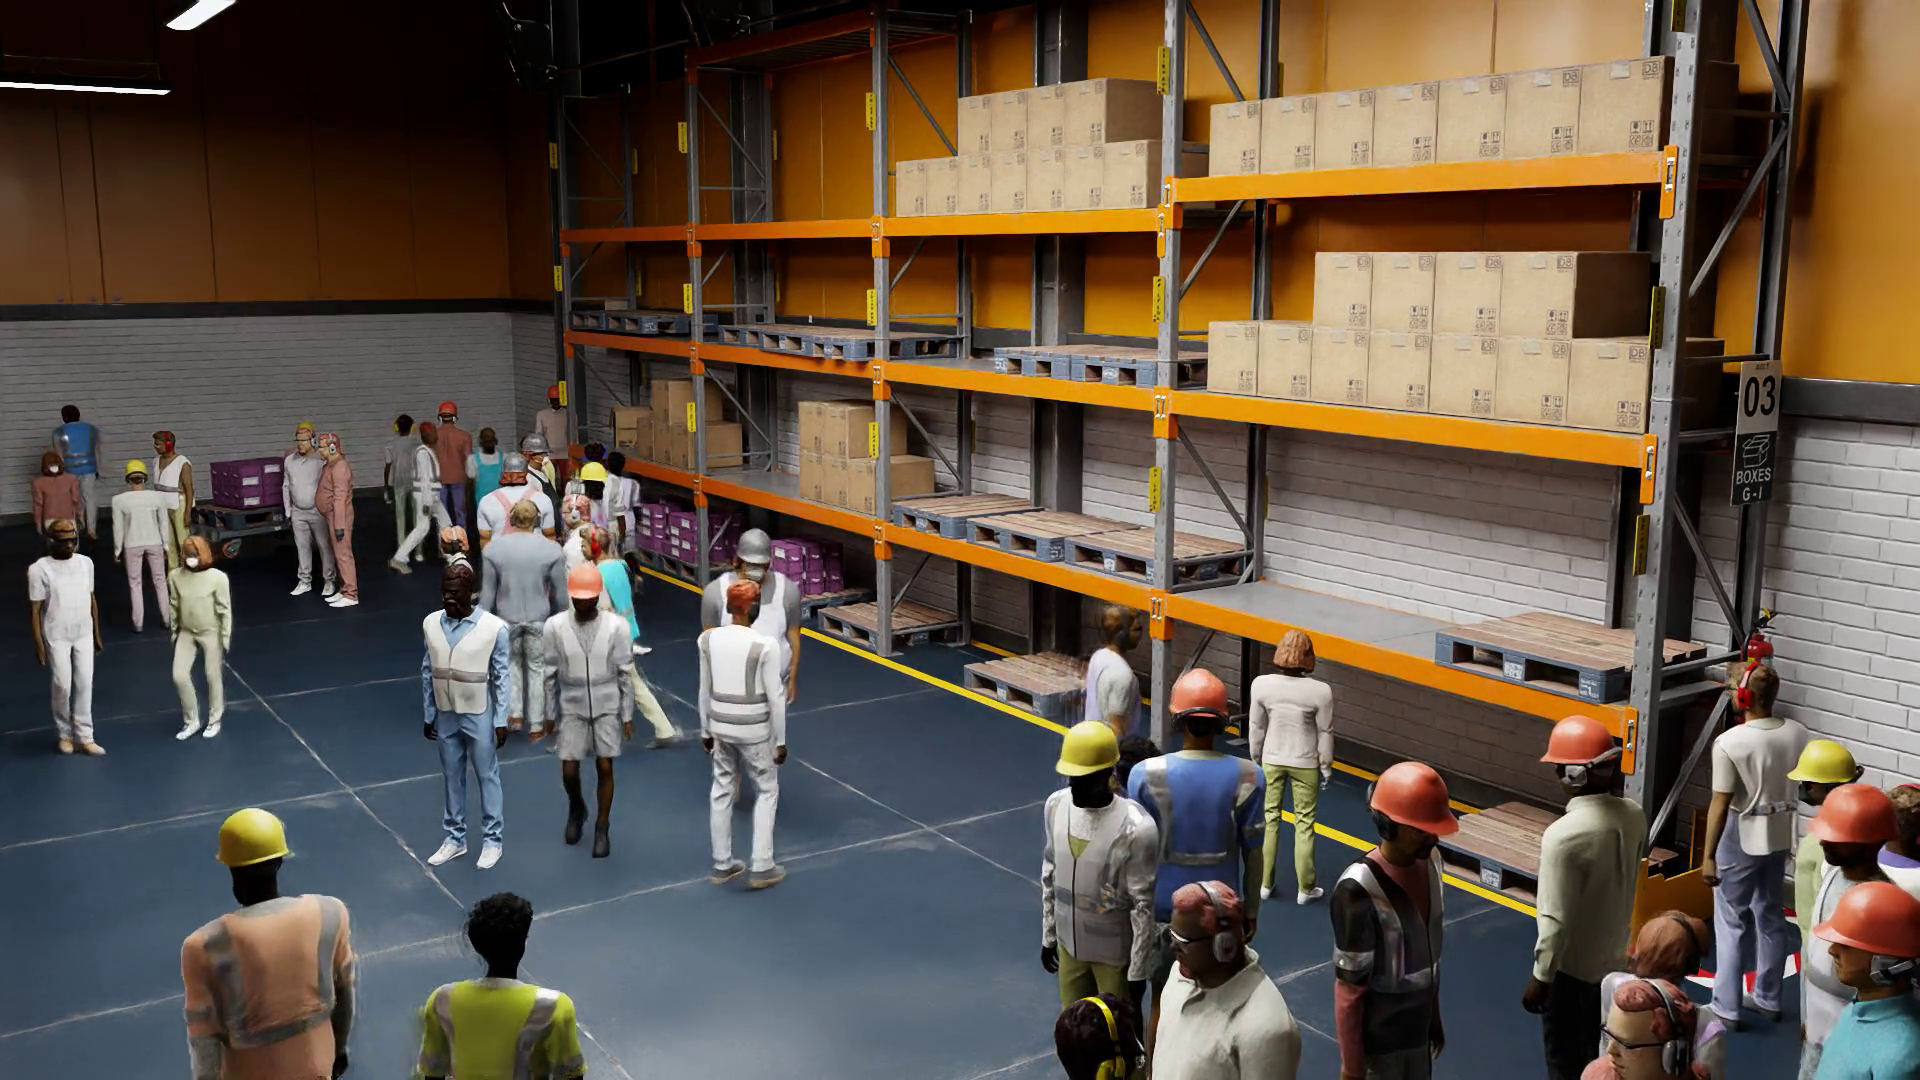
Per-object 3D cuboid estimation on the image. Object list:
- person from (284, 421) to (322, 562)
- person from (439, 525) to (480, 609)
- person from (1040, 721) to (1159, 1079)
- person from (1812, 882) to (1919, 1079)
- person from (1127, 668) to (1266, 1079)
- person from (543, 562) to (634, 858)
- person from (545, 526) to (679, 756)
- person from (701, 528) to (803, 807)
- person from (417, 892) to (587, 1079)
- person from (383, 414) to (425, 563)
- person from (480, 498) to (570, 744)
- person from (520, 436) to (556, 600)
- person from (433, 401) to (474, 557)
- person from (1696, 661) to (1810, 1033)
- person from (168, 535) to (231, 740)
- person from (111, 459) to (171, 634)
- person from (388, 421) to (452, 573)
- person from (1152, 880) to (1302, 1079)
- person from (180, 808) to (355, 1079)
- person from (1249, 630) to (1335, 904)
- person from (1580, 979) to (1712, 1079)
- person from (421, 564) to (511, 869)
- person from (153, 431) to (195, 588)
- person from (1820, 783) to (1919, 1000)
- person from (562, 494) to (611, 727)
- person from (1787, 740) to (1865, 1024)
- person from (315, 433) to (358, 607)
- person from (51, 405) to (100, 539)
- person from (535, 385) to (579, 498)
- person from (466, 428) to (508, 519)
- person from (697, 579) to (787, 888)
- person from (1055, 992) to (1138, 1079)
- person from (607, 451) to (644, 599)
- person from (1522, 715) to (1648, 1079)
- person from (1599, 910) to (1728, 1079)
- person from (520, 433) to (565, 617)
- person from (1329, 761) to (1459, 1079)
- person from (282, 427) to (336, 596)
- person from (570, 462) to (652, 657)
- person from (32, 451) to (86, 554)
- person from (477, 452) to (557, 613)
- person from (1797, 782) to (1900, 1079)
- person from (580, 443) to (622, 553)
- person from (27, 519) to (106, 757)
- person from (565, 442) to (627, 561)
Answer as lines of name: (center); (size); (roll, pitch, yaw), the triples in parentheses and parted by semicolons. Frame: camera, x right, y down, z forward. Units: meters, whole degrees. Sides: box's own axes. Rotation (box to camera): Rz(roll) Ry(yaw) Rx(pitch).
person: (-8.117, -0.597, 20.731); (0.533, 1.767, 0.326); (-1, 10, -7)
person: (-4.072, 0.687, 13.587); (0.314, 1.632, 0.516); (-3, 10, -19)
person: (0.557, 1.678, 6.928); (0.396, 1.920, 0.587); (-9, 13, -44)
person: (2.677, 1.976, 4.954); (0.375, 1.995, 0.611); (3, 10, 19)
person: (1.007, 1.565, 7.263); (0.608, 2.037, 0.408); (-1, 10, -4)
person: (-2.340, 1.070, 10.511); (0.563, 1.917, 0.487); (-2, 10, -10)
person: (-2.639, 0.773, 12.654); (0.997, 1.789, 0.569); (1, 10, 5)
person: (-1.379, 0.894, 11.169); (0.683, 2.000, 0.540); (-2, 10, -12)
person: (-1.532, 2.016, 5.702); (0.556, 1.640, 0.879); (2, 10, 11)
person: (-6.909, -0.635, 20.729); (0.554, 1.855, 0.370); (-4, 11, -23)
person: (-3.406, 0.629, 13.078); (0.671, 1.917, 0.510); (-1, 10, -7)
person: (-4.695, -0.242, 18.465); (0.430, 1.837, 0.629); (1, 10, 5)
person: (-6.461, -0.766, 21.101); (0.607, 1.987, 0.414); (-1, 10, -8)
person: (3.899, 1.509, 8.169); (0.579, 1.836, 0.392); (-4, 10, -21)
person: (-5.992, 0.775, 13.059); (0.533, 1.618, 0.461); (1, 10, 3)
person: (-8.294, 0.061, 16.867); (0.532, 1.766, 0.322); (-7, 12, -37)
person: (-6.457, -0.524, 20.094); (0.903, 1.850, 0.603); (-2, 10, -10)
person: (0.784, 1.982, 5.229); (0.400, 1.895, 0.654); (-3, 10, -19)
person: (-2.469, 1.863, 5.956); (0.615, 1.871, 0.976); (-9, 13, -41)
person: (1.951, 1.331, 9.797); (0.507, 1.633, 0.278); (5, 11, 25)
person: (1.841, 2.099, 4.521); (0.400, 1.900, 0.652); (-3, 10, -19)
person: (-3.080, 1.087, 10.392); (0.587, 1.920, 0.392); (2, 10, 14)
person: (-8.958, -0.336, 18.979); (0.563, 1.839, 0.393); (5, 11, 27)
person: (3.502, 1.820, 6.307); (0.373, 1.843, 0.571); (-6, 11, -30)
person: (-3.061, 0.566, 13.526); (0.398, 1.900, 0.646); (2, 10, 10)
person: (3.694, 1.720, 7.160); (0.339, 1.761, 0.528); (6, 11, 32)
person: (-6.814, -0.220, 18.147); (0.401, 1.899, 0.636); (-4, 11, -23)
person: (-11.958, -0.921, 22.499); (0.628, 1.818, 0.738); (-10, 14, -44)
person: (-5.722, -1.208, 23.644); (0.611, 1.995, 0.380); (-2, 10, -14)
person: (-5.573, -0.446, 19.801); (0.540, 1.798, 0.987); (-6, 11, -31)
person: (-1.317, 1.169, 10.062); (0.597, 1.879, 0.355); (4, 11, 24)
person: (0.351, 2.117, 4.503); (0.315, 1.866, 0.533); (-6, 11, -31)
person: (-3.737, -0.141, 18.298); (0.541, 1.677, 0.635); (-7, 12, -34)
person: (2.492, 1.680, 6.714); (0.608, 1.988, 0.387); (-8, 12, -38)
person: (2.347, 2.044, 5.698); (0.825, 1.600, 0.523); (-5, 11, -29)
person: (-4.289, -0.089, 16.938); (0.535, 2.000, 0.681); (0, 10, -3)
person: (1.585, 1.776, 6.035); (0.403, 2.031, 0.612); (9, 13, 43)
person: (-7.285, -0.313, 18.649); (0.651, 1.906, 0.403); (1, 10, 6)
person: (-3.466, 0.201, 15.745); (0.968, 1.873, 0.589); (3, 10, 18)
person: (-10.300, -0.227, 19.000); (0.506, 1.601, 0.540); (-9, 13, -43)
person: (-4.043, 0.195, 15.274); (0.688, 2.000, 0.536); (-2, 10, -9)
person: (3.249, 1.806, 6.143); (0.391, 1.934, 0.558); (2, 10, 10)
person: (-3.609, -0.018, 16.819); (0.416, 1.943, 0.623); (2, 10, 12)
person: (-6.797, 0.745, 12.655); (0.529, 1.837, 0.524); (6, 12, 33)
person: (-3.641, -0.002, 16.692); (0.599, 1.958, 0.377); (-3, 10, -14)
